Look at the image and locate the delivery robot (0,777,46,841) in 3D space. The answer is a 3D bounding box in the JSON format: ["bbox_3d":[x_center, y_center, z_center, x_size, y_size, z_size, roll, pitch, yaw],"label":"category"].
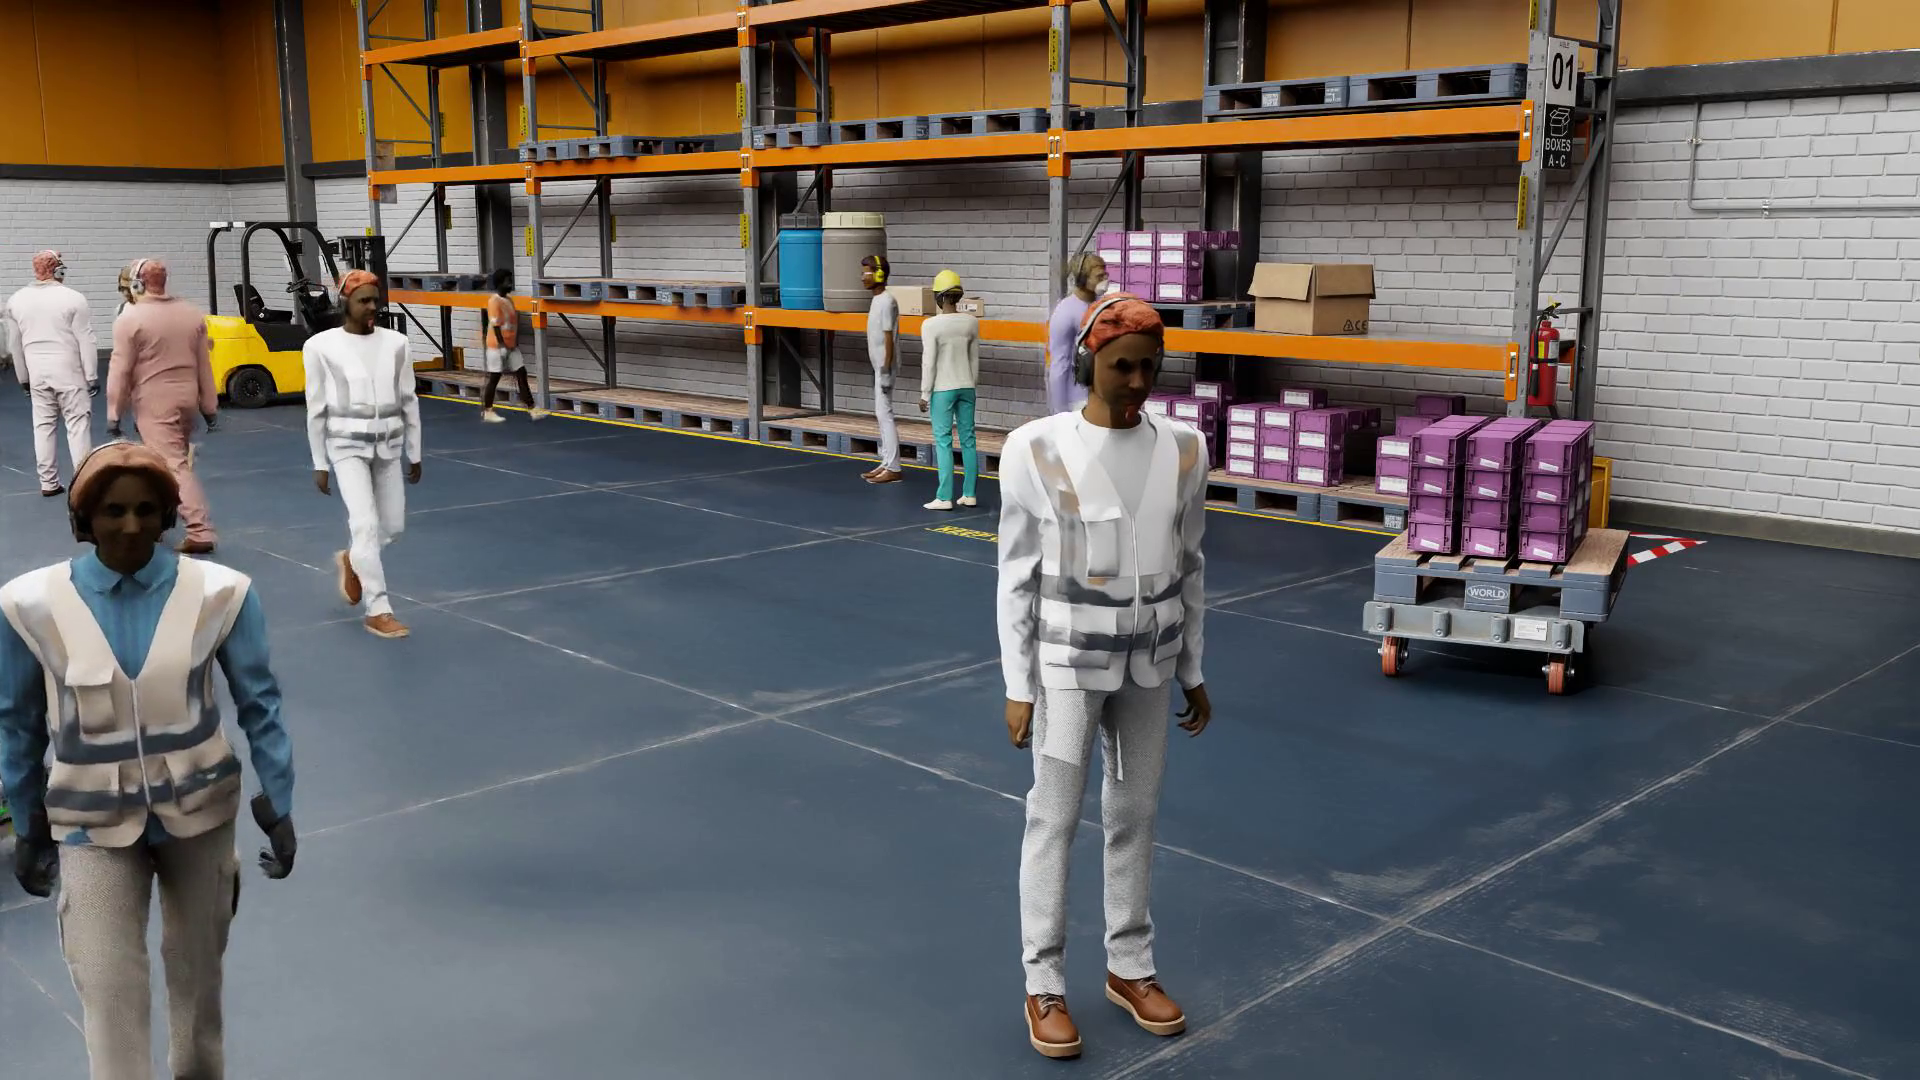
[{"bbox_3d":[-3.334,0.732,5.351,0.707,0.478,0.477,3,11,15],"label":"delivery robot"}]

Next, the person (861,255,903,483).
[{"bbox_3d":[-0.642,-1.398,13.671,0.321,1.860,0.527,-2,11,-11],"label":"person"}]

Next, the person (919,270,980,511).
[{"bbox_3d":[-0.081,-1.094,12.257,0.524,1.769,0.325,-8,13,-37],"label":"person"}]

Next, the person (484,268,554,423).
[{"bbox_3d":[-4.803,-2.080,17.913,0.811,1.657,0.543,2,11,9],"label":"person"}]

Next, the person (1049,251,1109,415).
[{"bbox_3d":[0.754,-0.909,10.832,0.709,1.925,0.636,7,12,33],"label":"person"}]

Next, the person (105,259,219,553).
[{"bbox_3d":[-5.177,-0.855,10.687,0.984,1.866,0.665,4,11,22],"label":"person"}]

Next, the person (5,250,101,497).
[{"bbox_3d":[-6.983,-1.284,12.907,0.638,1.911,0.402,1,10,3],"label":"person"}]

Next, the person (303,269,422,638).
[{"bbox_3d":[-3.074,-0.454,8.534,0.737,1.863,0.576,10,14,44],"label":"person"}]

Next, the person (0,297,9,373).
[{"bbox_3d":[-9.343,-1.785,15.680,0.569,1.888,0.957,-9,14,-40],"label":"person"}]

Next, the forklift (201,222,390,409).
[{"bbox_3d":[-8.169,-2.758,20.163,2.313,2.155,1.214,-10,14,-44],"label":"forklift"}]

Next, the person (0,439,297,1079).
[{"bbox_3d":[-1.647,0.603,3.409,0.541,1.602,0.705,-6,12,-28],"label":"person"}]

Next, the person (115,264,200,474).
[{"bbox_3d":[-6.331,-1.273,13.132,0.570,1.805,0.698,3,11,18],"label":"person"}]

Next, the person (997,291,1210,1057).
[{"bbox_3d":[0.367,0.333,4.152,0.573,1.887,0.356,-4,11,-22],"label":"person"}]
